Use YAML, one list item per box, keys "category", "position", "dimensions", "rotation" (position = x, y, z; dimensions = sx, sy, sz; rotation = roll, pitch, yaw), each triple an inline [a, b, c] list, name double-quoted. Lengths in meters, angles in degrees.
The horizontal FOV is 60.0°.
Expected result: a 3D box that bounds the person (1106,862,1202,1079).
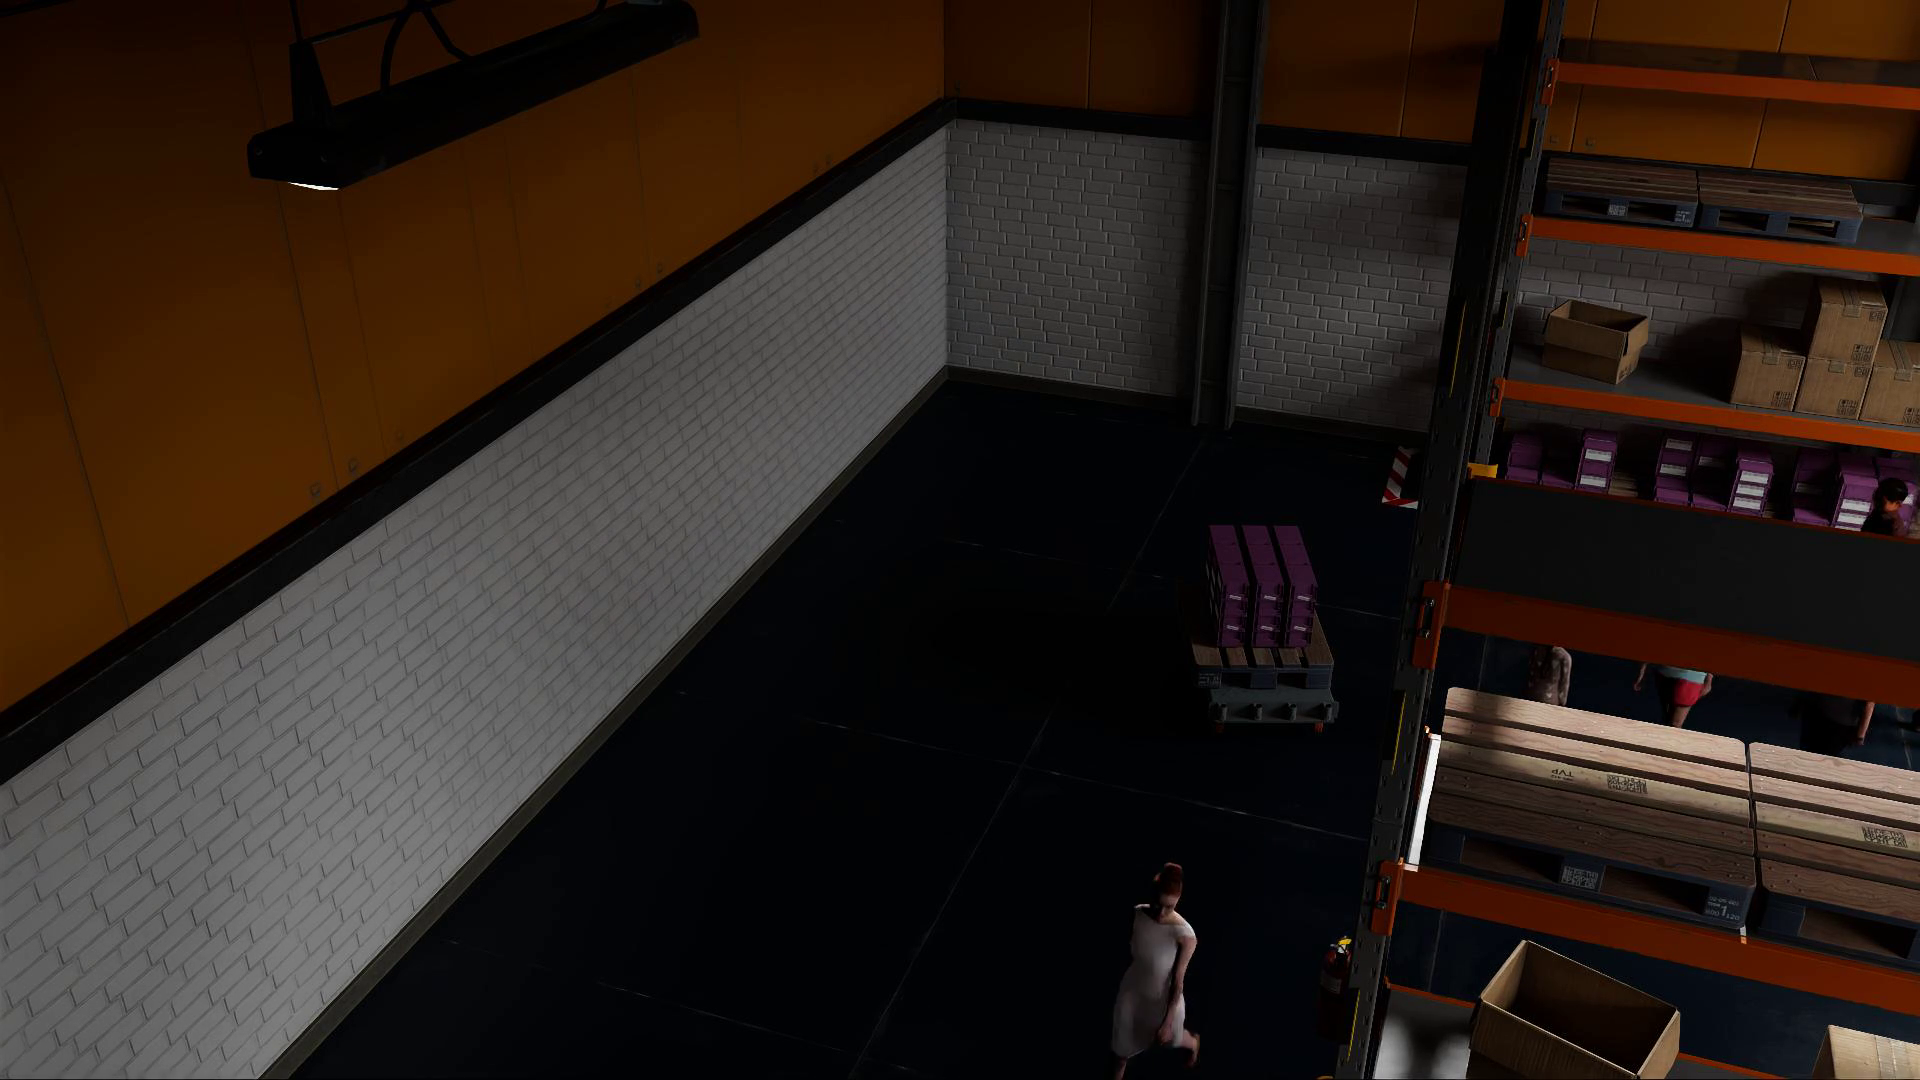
- category: "person"
  position: [1.091, 2.385, 8.714]
  dimensions: [1.073, 1.757, 0.835]
  rotation: [21, 35, 34]
